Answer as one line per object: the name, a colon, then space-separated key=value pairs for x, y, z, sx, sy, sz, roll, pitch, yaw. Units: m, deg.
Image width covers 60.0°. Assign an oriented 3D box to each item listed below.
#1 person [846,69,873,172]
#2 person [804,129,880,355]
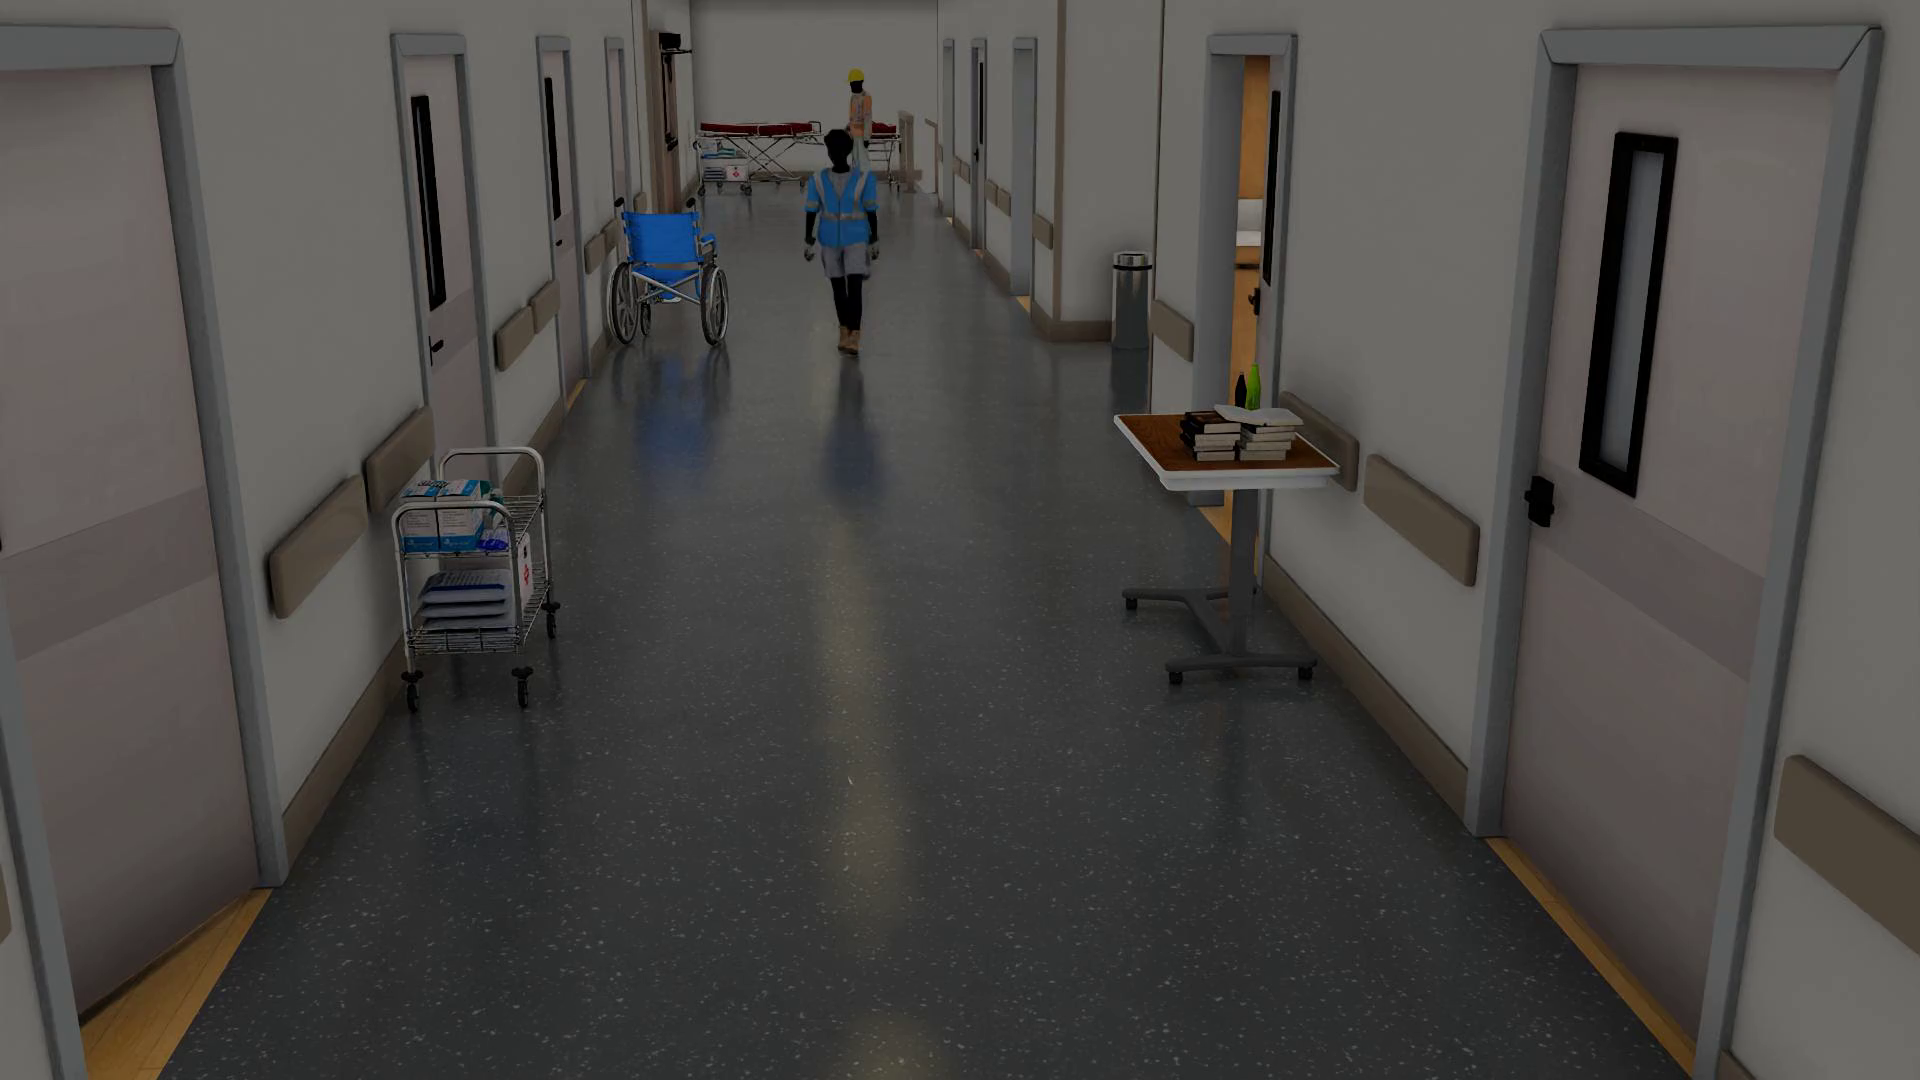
person: x=-1.537 y=-6.190 z=25.352 sx=0.399 sy=1.918 sz=0.588 roll=-8 pitch=18 yaw=-25
person: x=-0.912 y=-2.215 z=12.479 sx=0.555 sy=1.664 sz=0.765 roll=3 pitch=17 yaw=9
